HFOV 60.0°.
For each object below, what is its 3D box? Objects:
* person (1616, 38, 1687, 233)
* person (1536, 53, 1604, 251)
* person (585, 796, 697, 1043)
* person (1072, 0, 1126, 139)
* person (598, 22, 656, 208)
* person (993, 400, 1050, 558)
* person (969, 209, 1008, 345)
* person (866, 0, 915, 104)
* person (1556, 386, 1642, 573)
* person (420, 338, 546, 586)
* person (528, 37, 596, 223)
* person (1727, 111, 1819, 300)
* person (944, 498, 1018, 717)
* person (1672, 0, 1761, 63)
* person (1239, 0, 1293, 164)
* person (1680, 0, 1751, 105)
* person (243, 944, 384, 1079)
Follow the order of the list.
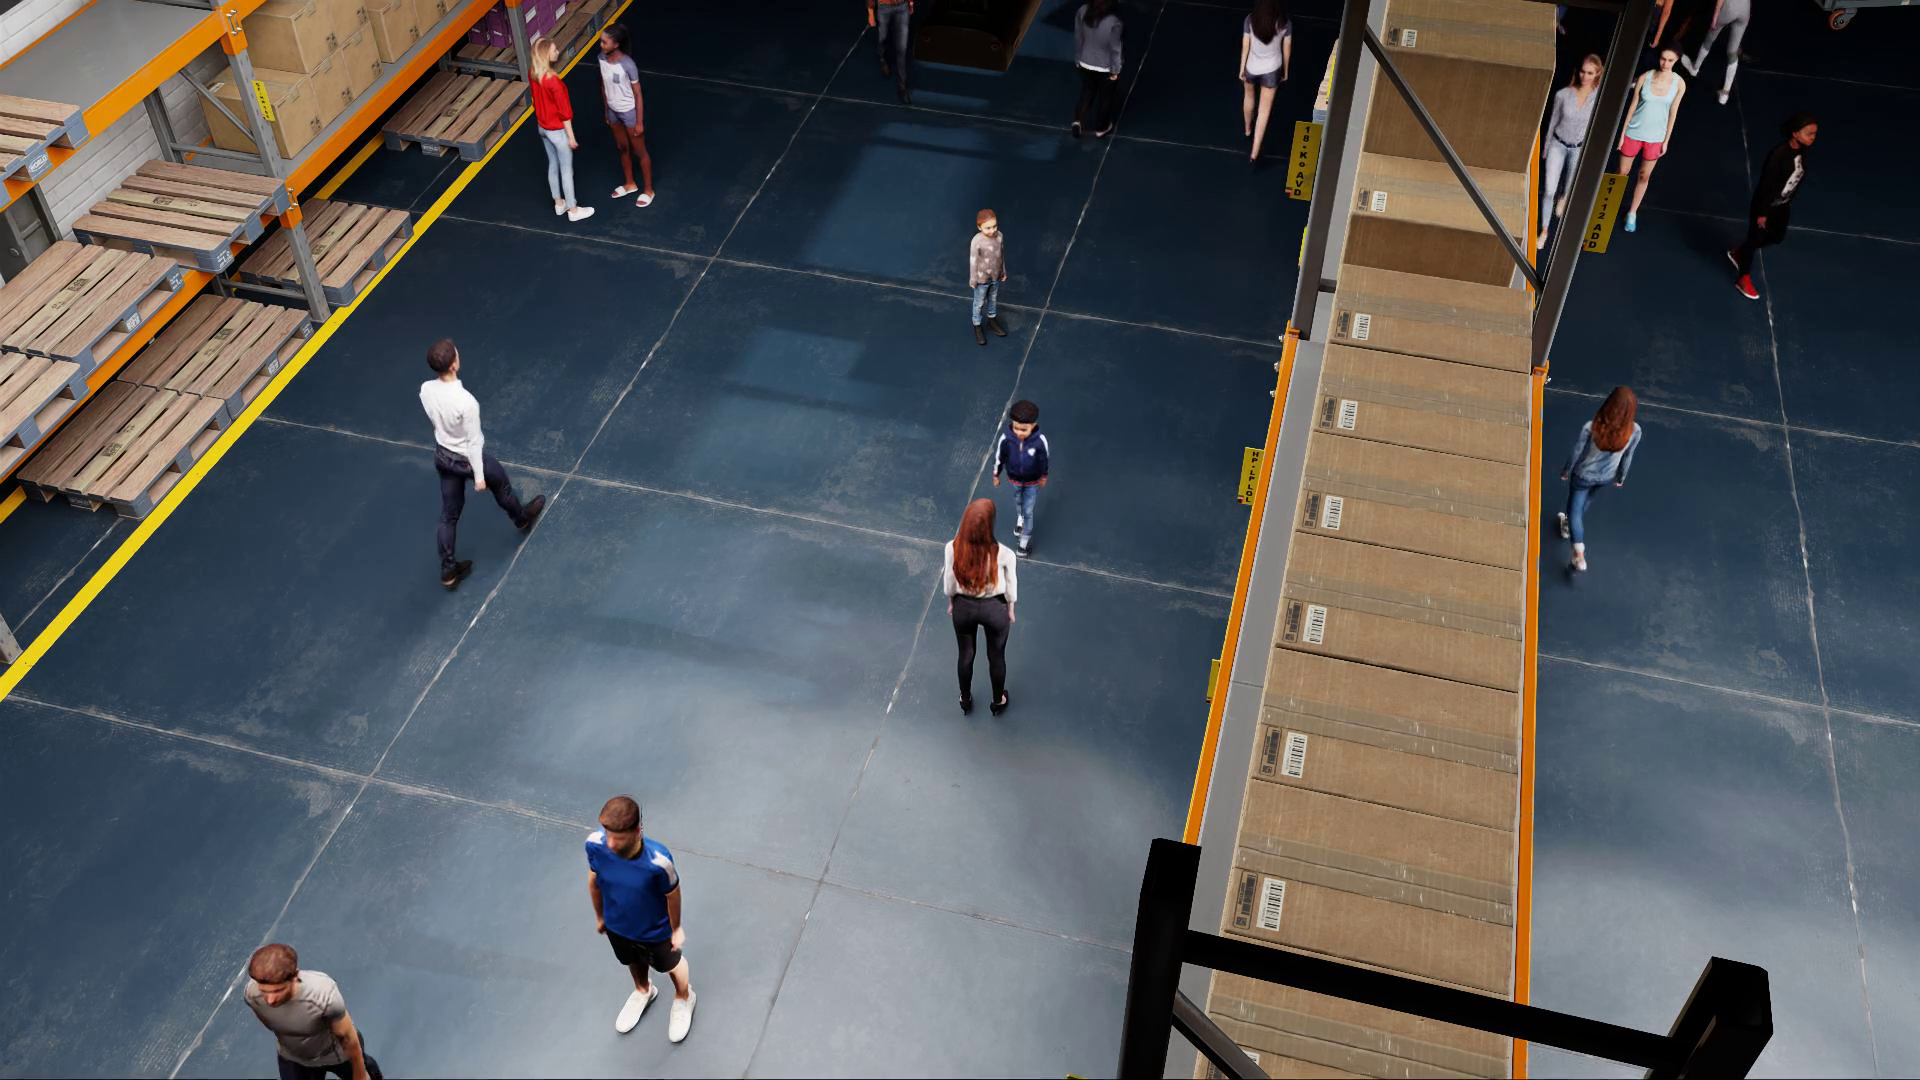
[{"bbox_3d":[5.969,-3.519,14.498,0.573,1.765,0.564,14,45,14],"label":"person"},{"bbox_3d":[5.258,-3.390,14.347,0.683,1.787,0.893,18,47,18],"label":"person"},{"bbox_3d":[-1.659,1.955,8.678,0.640,1.866,0.562,9,44,9],"label":"person"},{"bbox_3d":[1.275,-4.464,15.619,0.814,1.586,0.912,26,49,25],"label":"person"},{"bbox_3d":[-2.980,-3.799,14.823,0.678,1.722,0.653,26,49,25],"label":"person"},{"bbox_3d":[0.460,-0.510,11.745,0.543,1.205,0.697,11,45,12],"label":"person"},{"bbox_3d":[0.221,-2.166,13.491,0.555,1.194,0.619,-23,48,-22],"label":"person"},{"bbox_3d":[-0.704,-5.274,16.362,1.052,1.735,1.260,-11,45,-11],"label":"person"},{"bbox_3d":[4.375,-0.412,11.461,0.728,1.454,1.004,1,44,1],"label":"person"},{"bbox_3d":[-3.428,-0.480,11.266,0.785,1.821,1.292,18,46,18],"label":"person"},{"bbox_3d":[-3.568,-3.610,14.635,0.688,1.707,0.678,33,53,30],"label":"person"},{"bbox_3d":[6.710,-2.839,13.853,0.810,1.669,0.877,-17,46,-17],"label":"person"},{"bbox_3d":[0.126,0.442,10.343,0.620,1.761,0.522,6,44,6],"label":"person"},{"bbox_3d":[7.664,-5.630,16.765,0.671,1.694,1.071,12,45,12],"label":"person"},{"bbox_3d":[2.792,-4.317,15.403,0.626,1.671,1.089,10,44,10],"label":"person"},{"bbox_3d":[7.544,-5.078,16.212,0.924,1.658,1.169,-6,44,-6],"label":"person"},{"bbox_3d":[-3.134,2.423,8.193,0.790,1.858,0.971,1,44,1],"label":"person"}]
